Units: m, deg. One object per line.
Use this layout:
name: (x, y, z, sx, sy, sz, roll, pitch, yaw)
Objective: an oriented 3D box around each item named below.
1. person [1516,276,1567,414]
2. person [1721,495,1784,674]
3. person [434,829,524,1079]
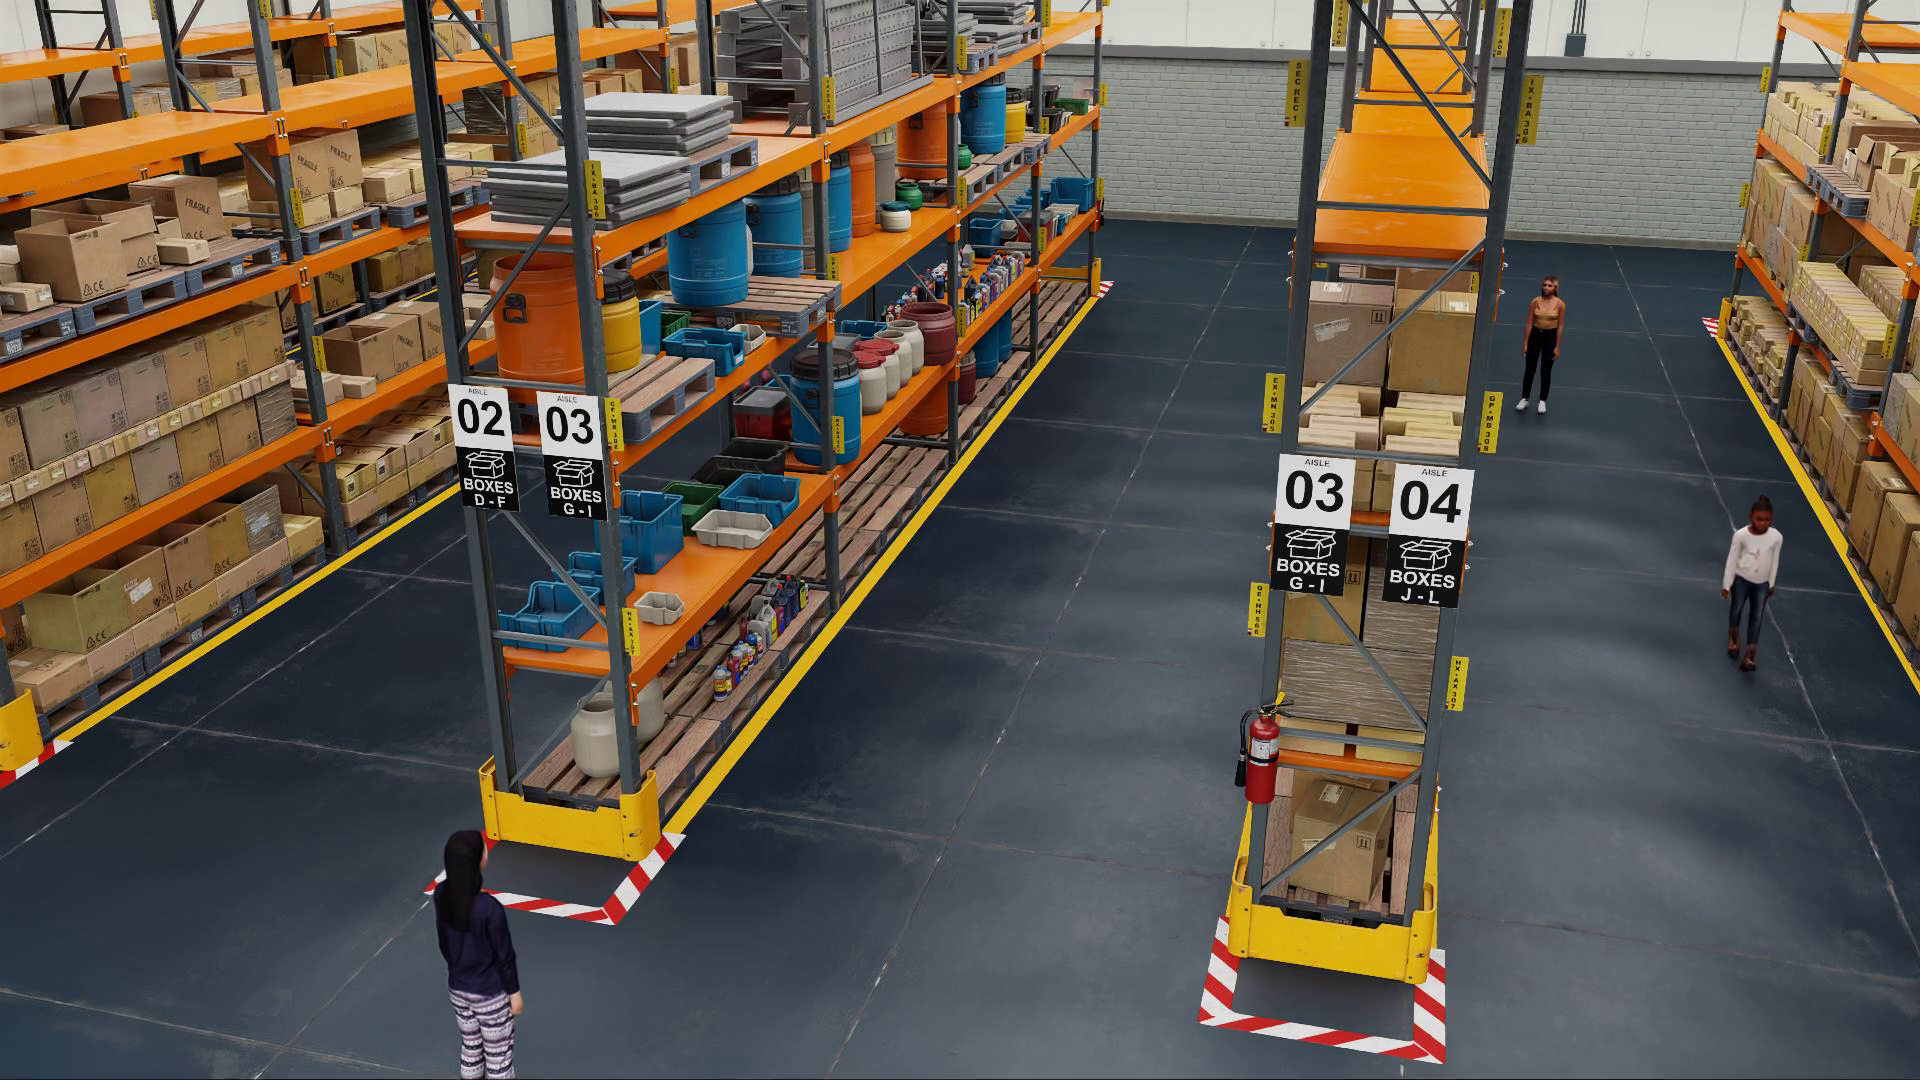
person: (6.886, -2.323, 19.662, 0.623, 1.628, 0.581, 12, 25, 26)
person: (6.394, 0.318, 13.475, 0.582, 1.423, 0.967, 7, 23, 16)
person: (-2.426, 2.227, 8.399, 0.656, 1.733, 0.596, 12, 25, 27)
